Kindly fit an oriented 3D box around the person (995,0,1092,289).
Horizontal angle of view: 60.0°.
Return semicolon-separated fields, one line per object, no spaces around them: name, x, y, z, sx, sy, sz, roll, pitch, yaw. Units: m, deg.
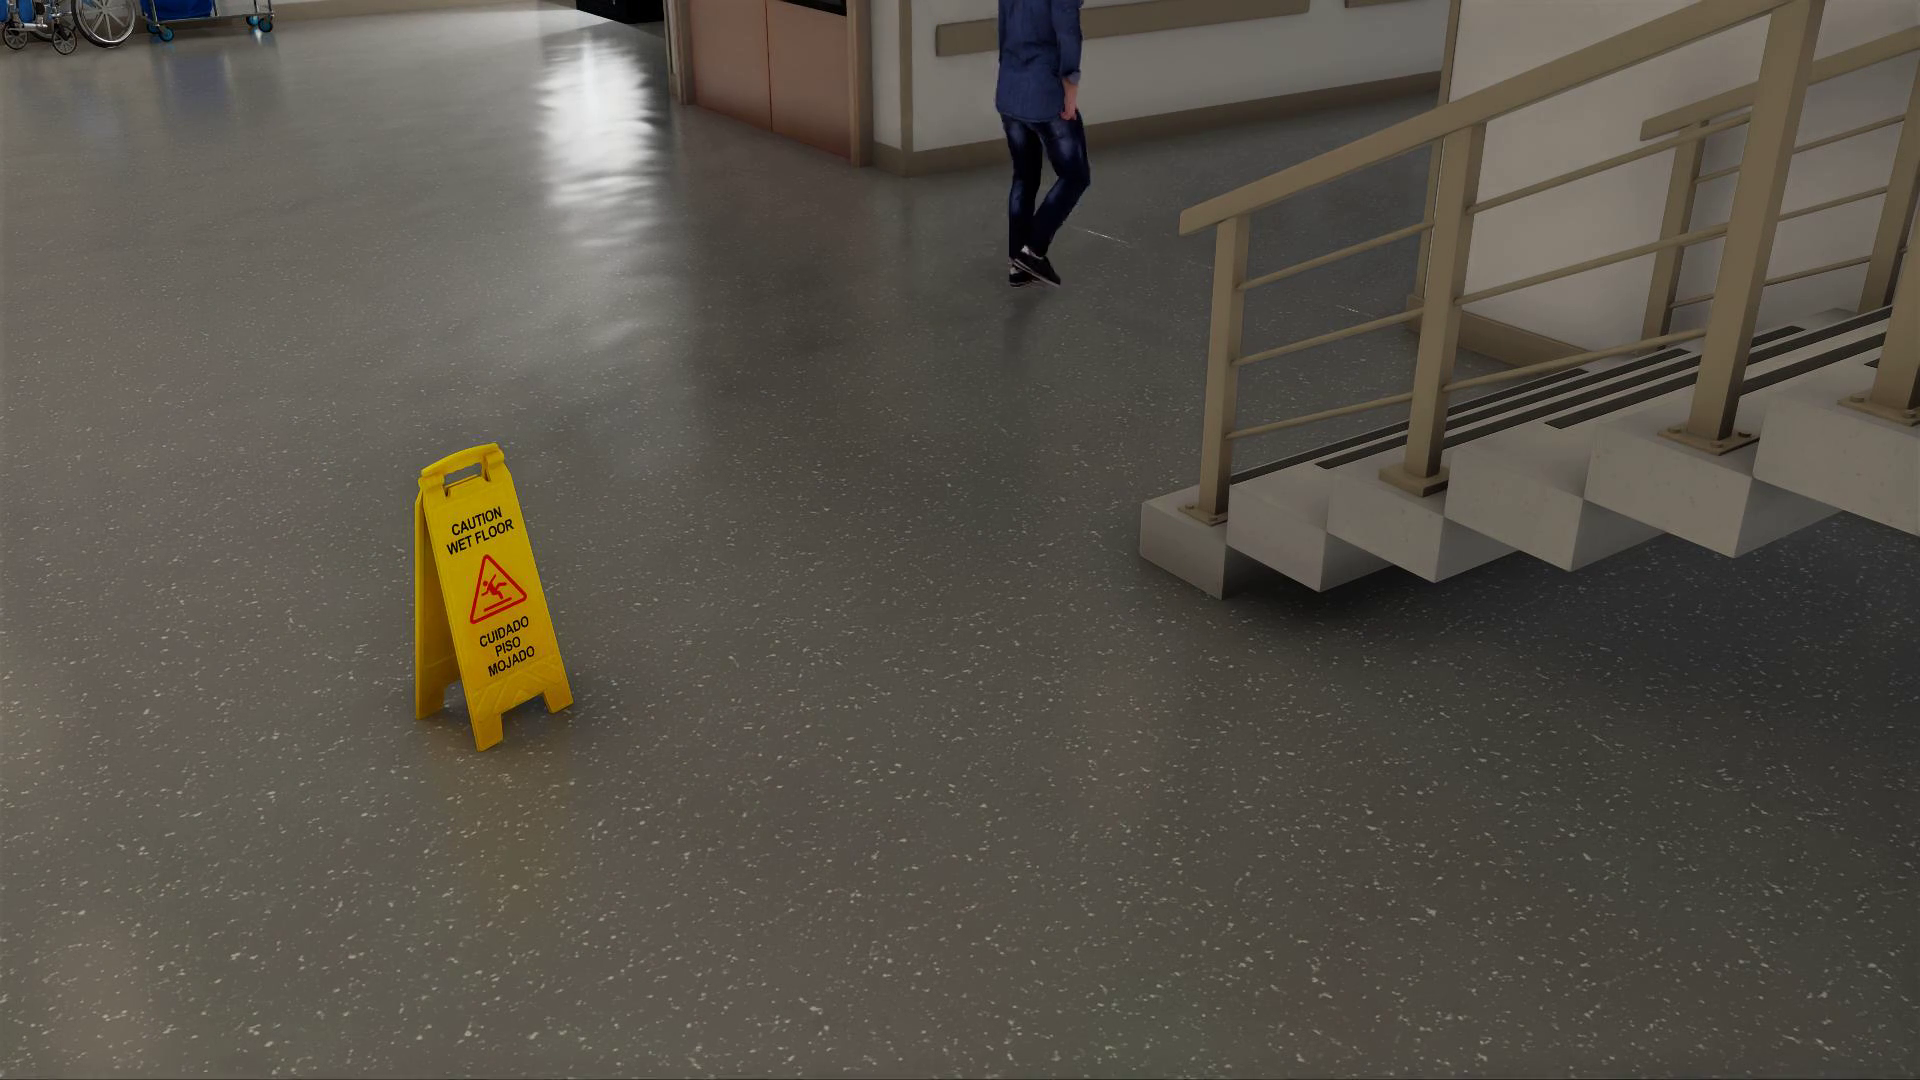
person;0.315;-2.052;7.845;0.828;1.815;0.672;-22;34;-38
